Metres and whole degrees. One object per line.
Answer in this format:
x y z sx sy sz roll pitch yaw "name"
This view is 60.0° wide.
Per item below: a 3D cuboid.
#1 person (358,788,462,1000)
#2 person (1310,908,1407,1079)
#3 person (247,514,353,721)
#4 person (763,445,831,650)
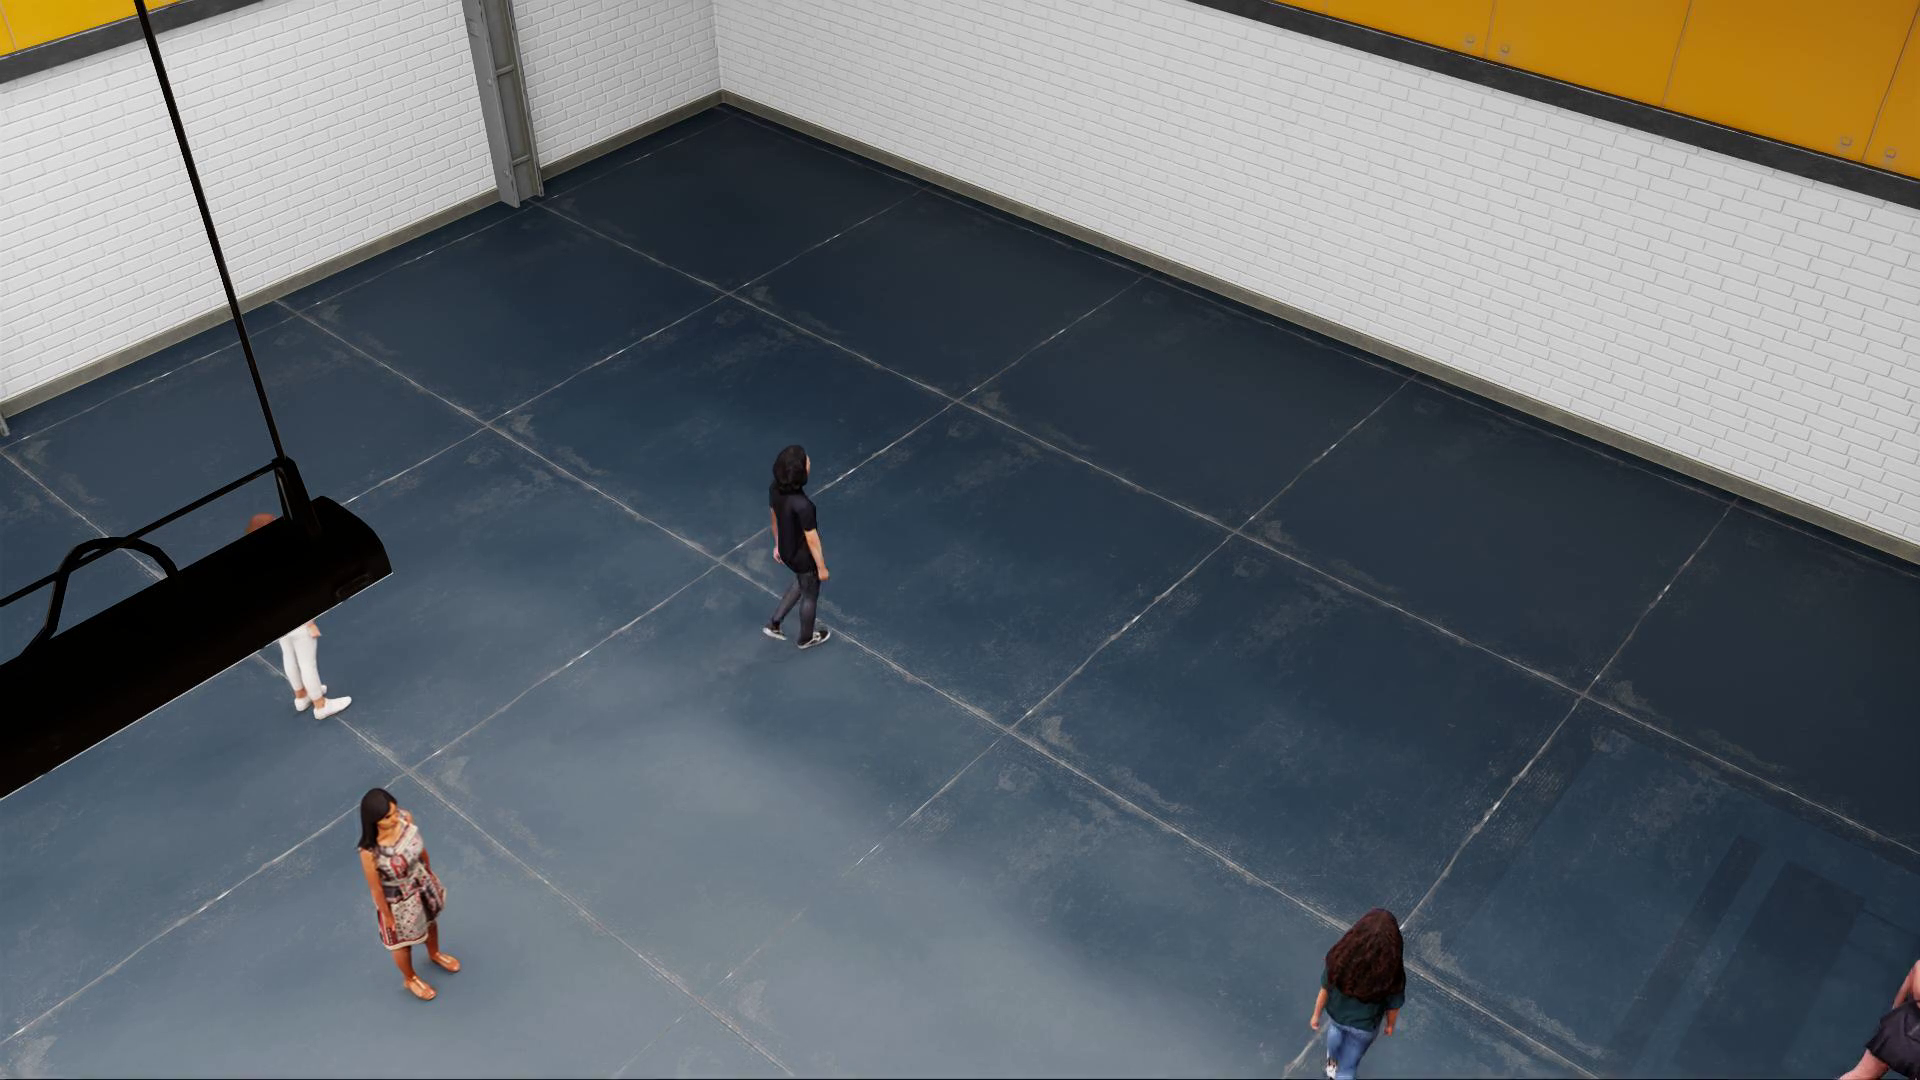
-3.261 2.035 9.736 0.771 1.644 0.583 14 41 17 "person"
2.109 2.635 9.018 0.688 1.600 0.830 19 42 22 "person"
-4.666 0.536 11.552 0.606 1.719 0.535 23 44 27 "person"
-1.225 0.112 12.003 0.832 1.819 0.756 -23 44 -26 "person"
